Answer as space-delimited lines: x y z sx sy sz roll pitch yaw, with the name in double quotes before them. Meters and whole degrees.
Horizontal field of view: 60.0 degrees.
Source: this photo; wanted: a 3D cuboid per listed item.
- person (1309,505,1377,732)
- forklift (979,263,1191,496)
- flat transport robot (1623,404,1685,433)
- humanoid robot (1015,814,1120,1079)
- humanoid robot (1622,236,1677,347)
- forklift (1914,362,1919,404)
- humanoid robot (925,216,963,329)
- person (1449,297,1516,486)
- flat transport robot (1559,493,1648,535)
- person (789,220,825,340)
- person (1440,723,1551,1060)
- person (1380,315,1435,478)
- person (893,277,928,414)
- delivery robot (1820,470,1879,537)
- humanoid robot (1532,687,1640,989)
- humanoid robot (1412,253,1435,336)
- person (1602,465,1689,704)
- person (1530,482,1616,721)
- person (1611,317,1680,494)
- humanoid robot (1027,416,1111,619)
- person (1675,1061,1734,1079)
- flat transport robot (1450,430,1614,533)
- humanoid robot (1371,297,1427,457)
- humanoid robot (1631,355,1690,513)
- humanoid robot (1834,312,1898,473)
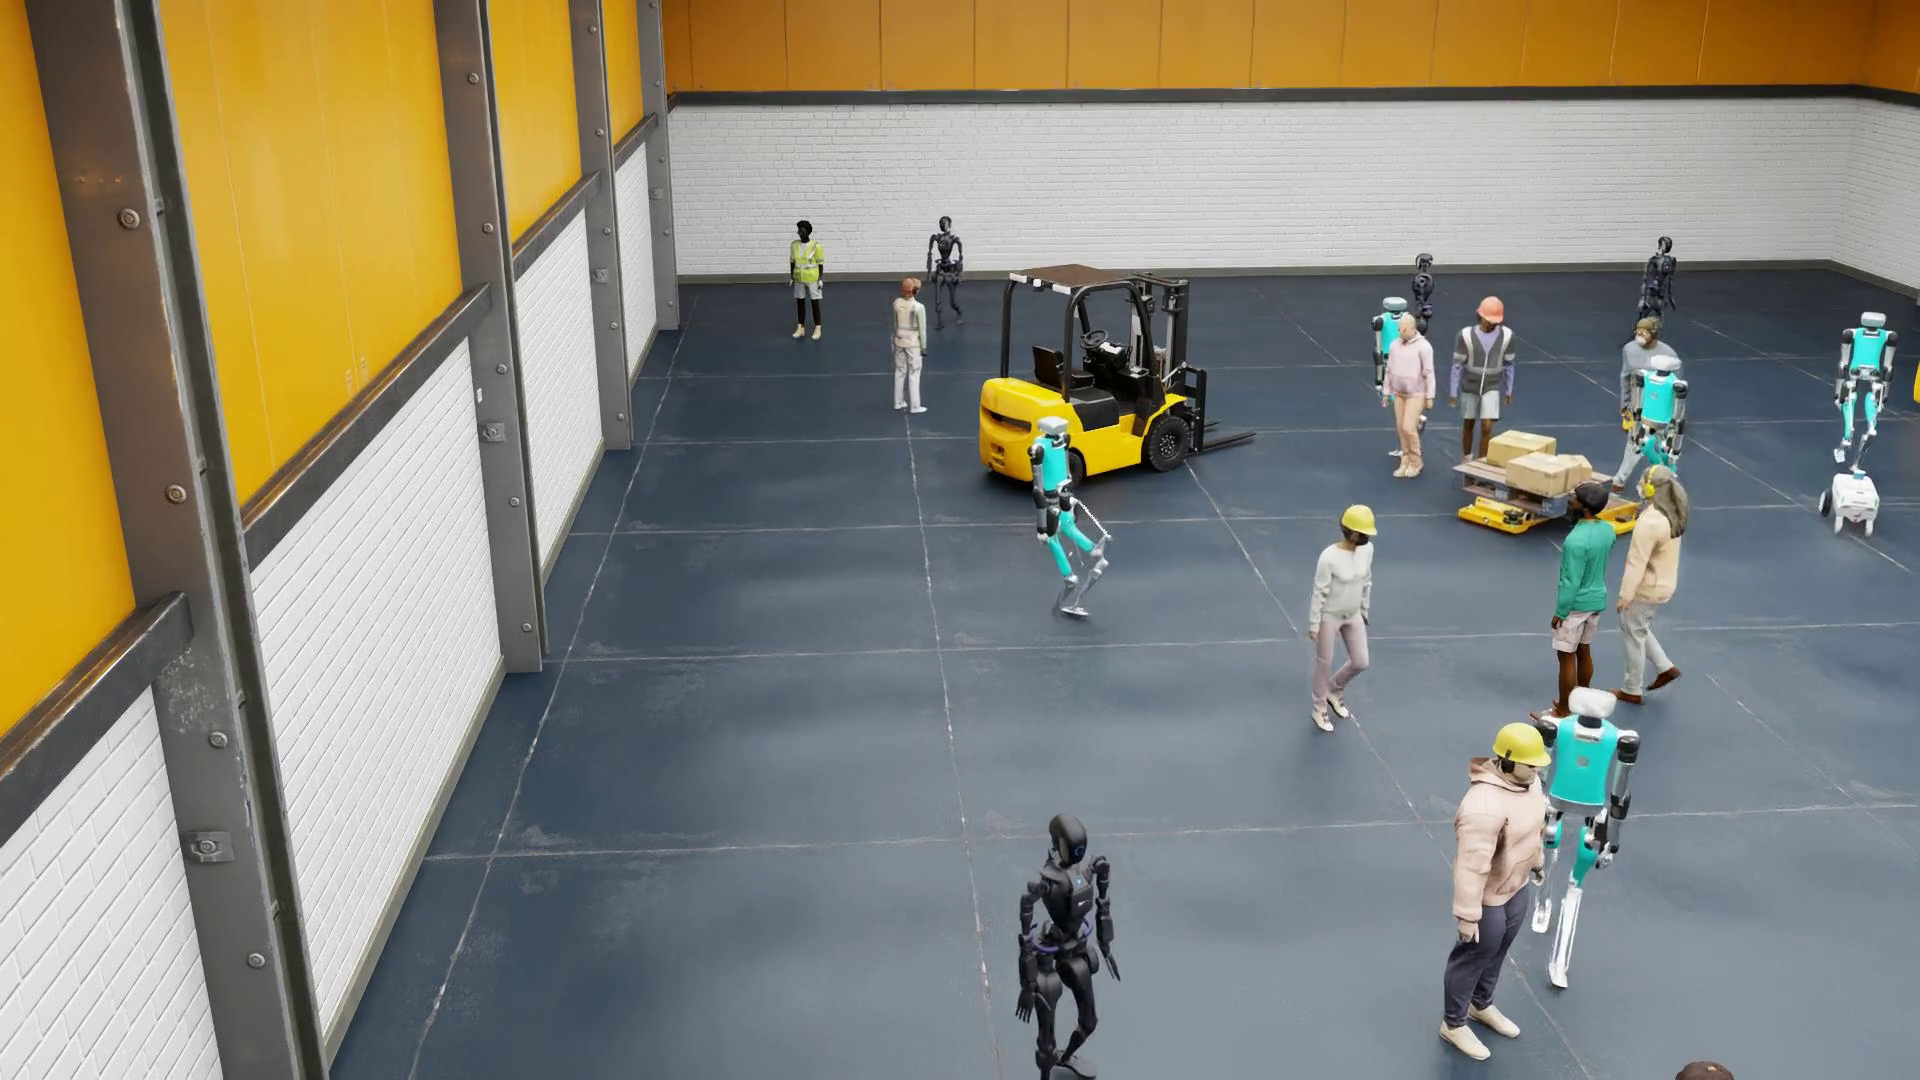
"person" 2.735 0.565 11.945 0.545 1.744 0.415 -9 22 -23
"forklift" 1.315 -1.764 17.646 2.313 2.155 1.214 -14 24 -33
"flat transport robot" 8.264 -1.534 19.807 0.659 0.231 1.431 8 22 20
"humanoid robot" 0.485 2.024 8.069 0.587 1.642 0.397 -15 25 -34
"humanoid robot" 9.516 -3.338 22.745 0.599 1.623 0.785 -8 22 -20
"forklift" 12.602 -2.435 19.475 2.313 2.155 1.214 -1 20 -4
"humanoid robot" -0.193 -3.930 24.305 0.610 1.633 0.564 9 22 23
"person" 5.435 -1.556 17.363 0.620 1.998 0.836 6 21 15
"flat transport robot" 6.114 -0.366 16.623 0.659 0.231 1.431 -13 24 -31
"person" -2.180 -3.694 23.616 0.540 1.695 0.316 8 22 20
"person" 2.728 1.763 8.525 0.432 1.859 0.788 18 27 40
"person" 4.743 -1.519 17.590 0.472 1.763 0.551 -15 25 -36
"person" -0.605 -2.339 20.026 0.523 1.631 0.314 17 26 39
"delivery robot" 8.751 -0.393 16.282 0.499 0.593 0.789 8 21 20
"humanoid robot" 3.447 1.540 9.343 0.538 1.764 0.925 8 22 21
"humanoid robot" 5.908 -2.859 21.374 0.340 1.651 0.614 6 21 17
"person" 5.118 0.346 12.389 0.457 1.860 0.573 15 25 36
"person" 4.486 0.472 12.043 0.495 1.854 0.396 -17 26 -38
"person" 7.132 -1.402 17.149 1.030 1.872 0.623 -8 22 -21
"humanoid robot" 0.955 -0.109 13.857 0.752 1.820 0.540 13 24 32
"person" 2.608 2.690 6.122 0.376 1.768 0.466 -12 23 -29
"flat transport robot" 5.692 -0.374 16.647 1.431 0.231 0.659 -15 25 -36
"humanoid robot" 4.870 -1.718 18.223 0.534 1.792 0.809 -10 22 -25
"humanoid robot" 6.865 -0.966 16.135 0.872 1.772 0.591 -14 24 -33
"humanoid robot" 9.541 -1.495 17.581 0.536 1.740 1.005 8 21 20
